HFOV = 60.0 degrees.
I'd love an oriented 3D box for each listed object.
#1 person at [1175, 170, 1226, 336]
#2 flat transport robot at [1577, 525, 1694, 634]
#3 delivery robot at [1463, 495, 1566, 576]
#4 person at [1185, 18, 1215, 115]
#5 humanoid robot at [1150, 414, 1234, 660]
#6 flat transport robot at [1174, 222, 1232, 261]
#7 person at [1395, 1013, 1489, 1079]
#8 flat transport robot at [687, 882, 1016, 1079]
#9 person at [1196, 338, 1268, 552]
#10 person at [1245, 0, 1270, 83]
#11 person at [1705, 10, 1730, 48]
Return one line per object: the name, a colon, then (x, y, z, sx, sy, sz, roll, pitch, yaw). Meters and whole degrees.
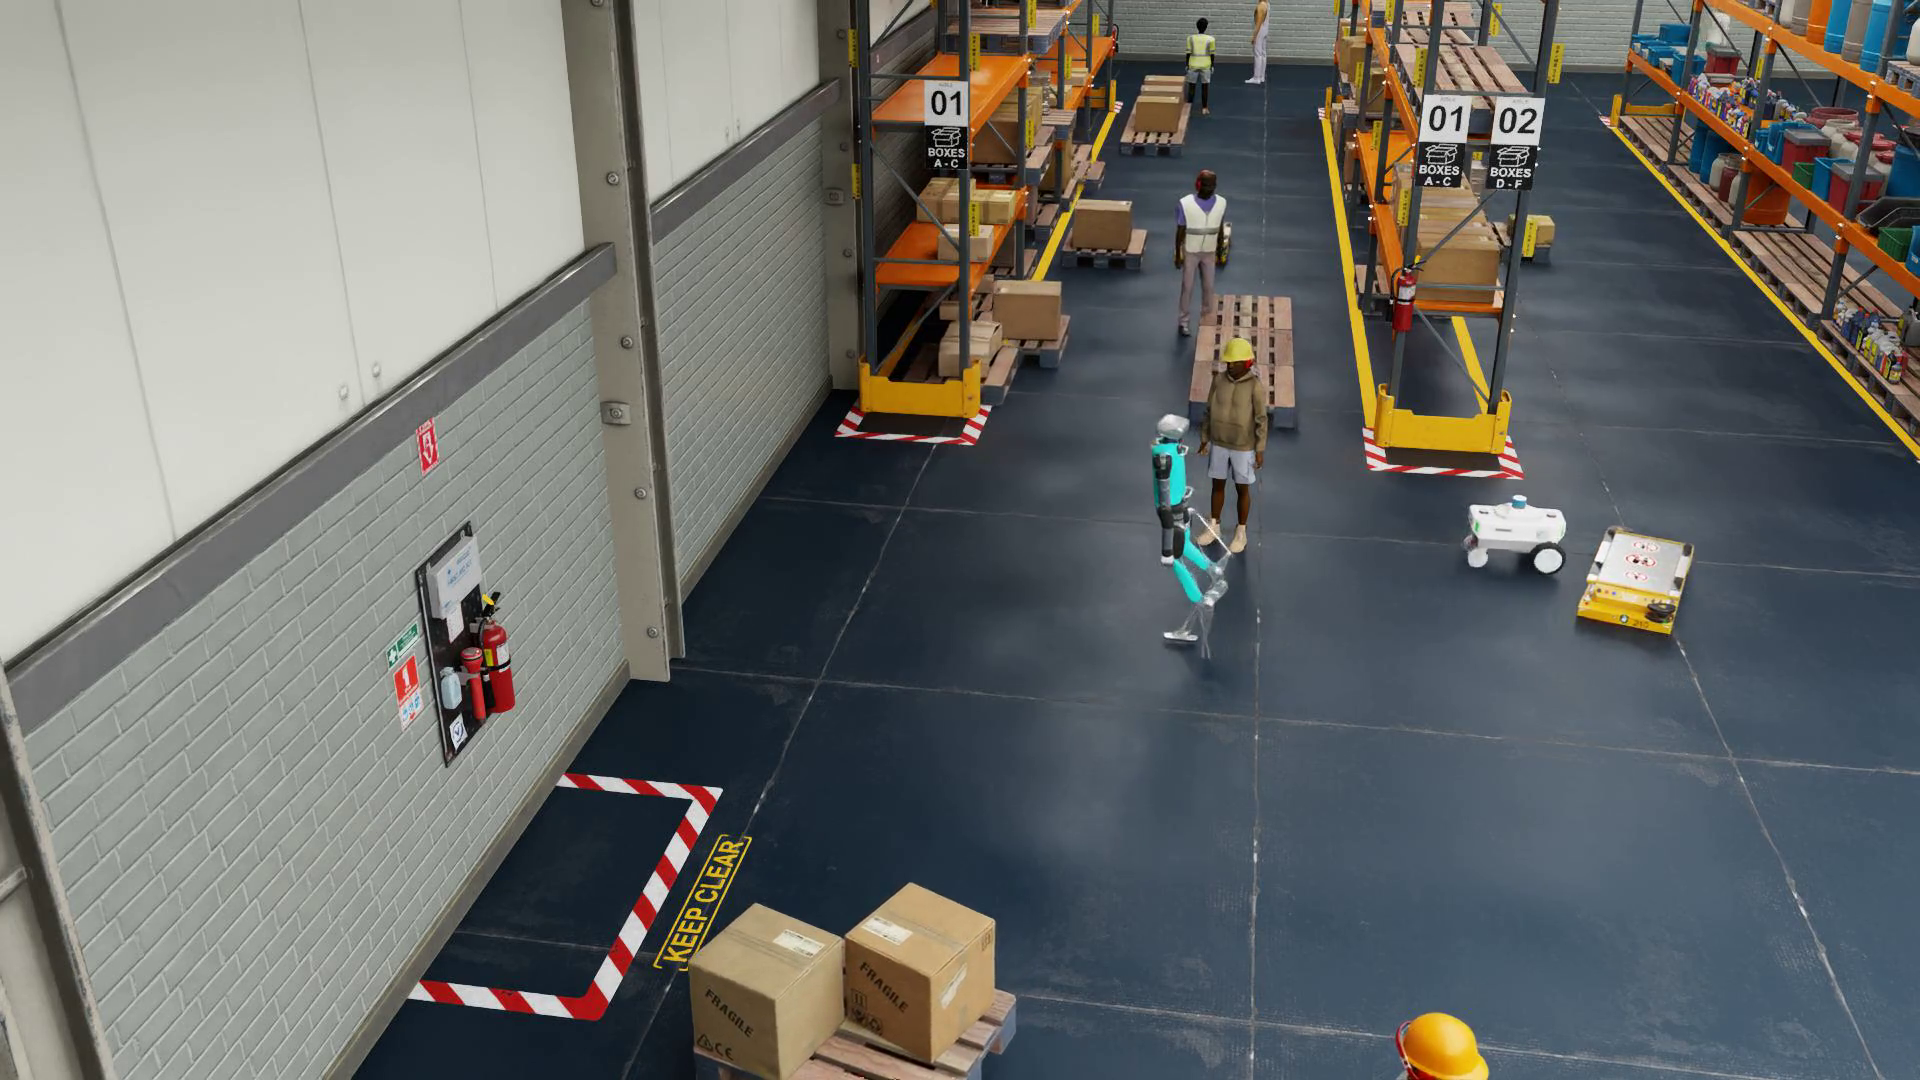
person: (2.624, -3.150, 18.252, 0.576, 1.837, 0.401, -7, 26, -15)
flat transport robot: (5.195, 0.289, 12.739, 0.659, 0.231, 1.431, 13, 28, 25)
delivery robot: (4.411, -0.051, 13.151, 0.811, 0.614, 0.499, 3, 25, 7)
person: (4.301, -8.489, 29.837, 0.540, 1.695, 0.316, 6, 26, 13)
humanoid robot: (1.680, 0.052, 11.649, 0.763, 1.895, 0.543, 7, 26, 14)
flat transport robot: (3.191, -3.923, 21.754, 0.659, 0.231, 1.431, 5, 25, 10)
person: (1.635, 2.500, 6.101, 0.579, 1.888, 0.388, -22, 33, -38)
flat transport robot: (-0.462, 2.526, 7.950, 0.659, 0.231, 1.431, 12, 28, 24)
person: (2.183, -0.773, 13.244, 0.552, 1.762, 0.401, 15, 29, 29)
person: (5.891, -9.988, 32.852, 0.376, 1.863, 0.529, 14, 29, 28)
person: (14.692, -9.638, 32.241, 0.375, 1.755, 0.524, -4, 25, -8)
